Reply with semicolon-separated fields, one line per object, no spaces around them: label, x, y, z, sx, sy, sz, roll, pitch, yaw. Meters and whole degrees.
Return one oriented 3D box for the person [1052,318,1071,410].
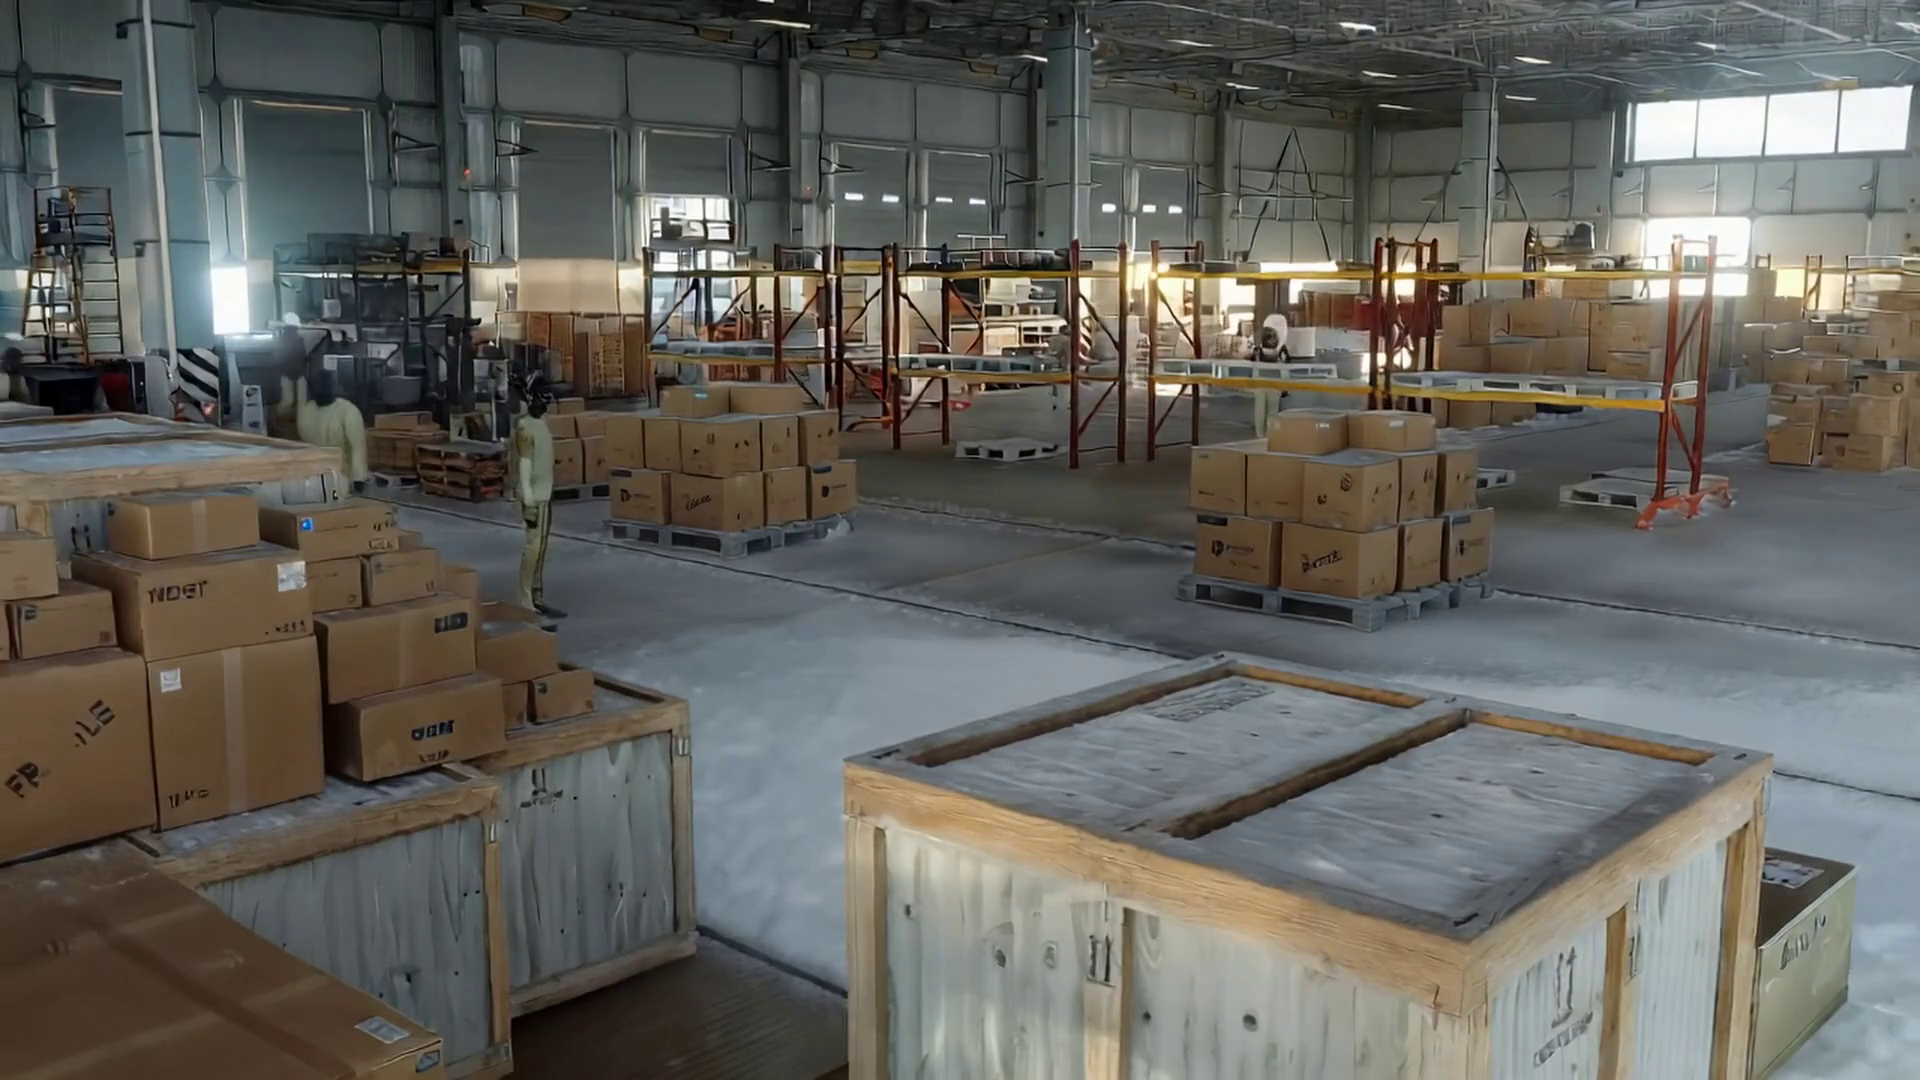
person;1.968;-3.303;31.310;0.483;1.737;0.320;0;9;3

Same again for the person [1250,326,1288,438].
person;4.460;-2.168;24.028;0.557;1.831;0.395;4;10;25

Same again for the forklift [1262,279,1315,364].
forklift;8.555;-6.090;44.881;1.873;2.768;1.129;9;13;43

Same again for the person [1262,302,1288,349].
person;7.119;-4.403;37.509;0.631;1.912;0.839;-2;10;-14

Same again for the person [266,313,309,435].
person;-10.743;-2.647;26.585;0.672;1.972;0.615;4;10;24

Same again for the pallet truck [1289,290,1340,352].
pallet truck;11.297;-6.951;52.861;1.885;1.965;0.823;-5;11;-29

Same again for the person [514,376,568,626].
person;-3.155;-0.296;12.479;0.335;1.864;0.521;0;9;3

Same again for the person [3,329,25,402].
person;-14.490;-2.347;25.411;0.532;1.735;0.780;8;12;42

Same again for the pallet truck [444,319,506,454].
pallet truck;-6.981;-1.942;22.150;1.885;1.965;0.823;1;9;9

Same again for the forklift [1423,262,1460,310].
forklift;13.038;-6.150;45.252;1.129;2.768;1.873;1;9;6

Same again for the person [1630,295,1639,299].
person;19.140;-6.036;47.495;0.667;1.918;0.625;-4;10;-23

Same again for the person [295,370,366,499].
person;-5.489;-0.579;14.454;0.623;1.792;1.008;5;10;27

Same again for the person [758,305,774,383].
person;-4.166;-4.123;35.872;0.353;1.884;0.578;-4;10;-26

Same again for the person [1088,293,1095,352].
person;3.978;-6.670;51.365;0.548;1.929;0.387;-8;12;-41
